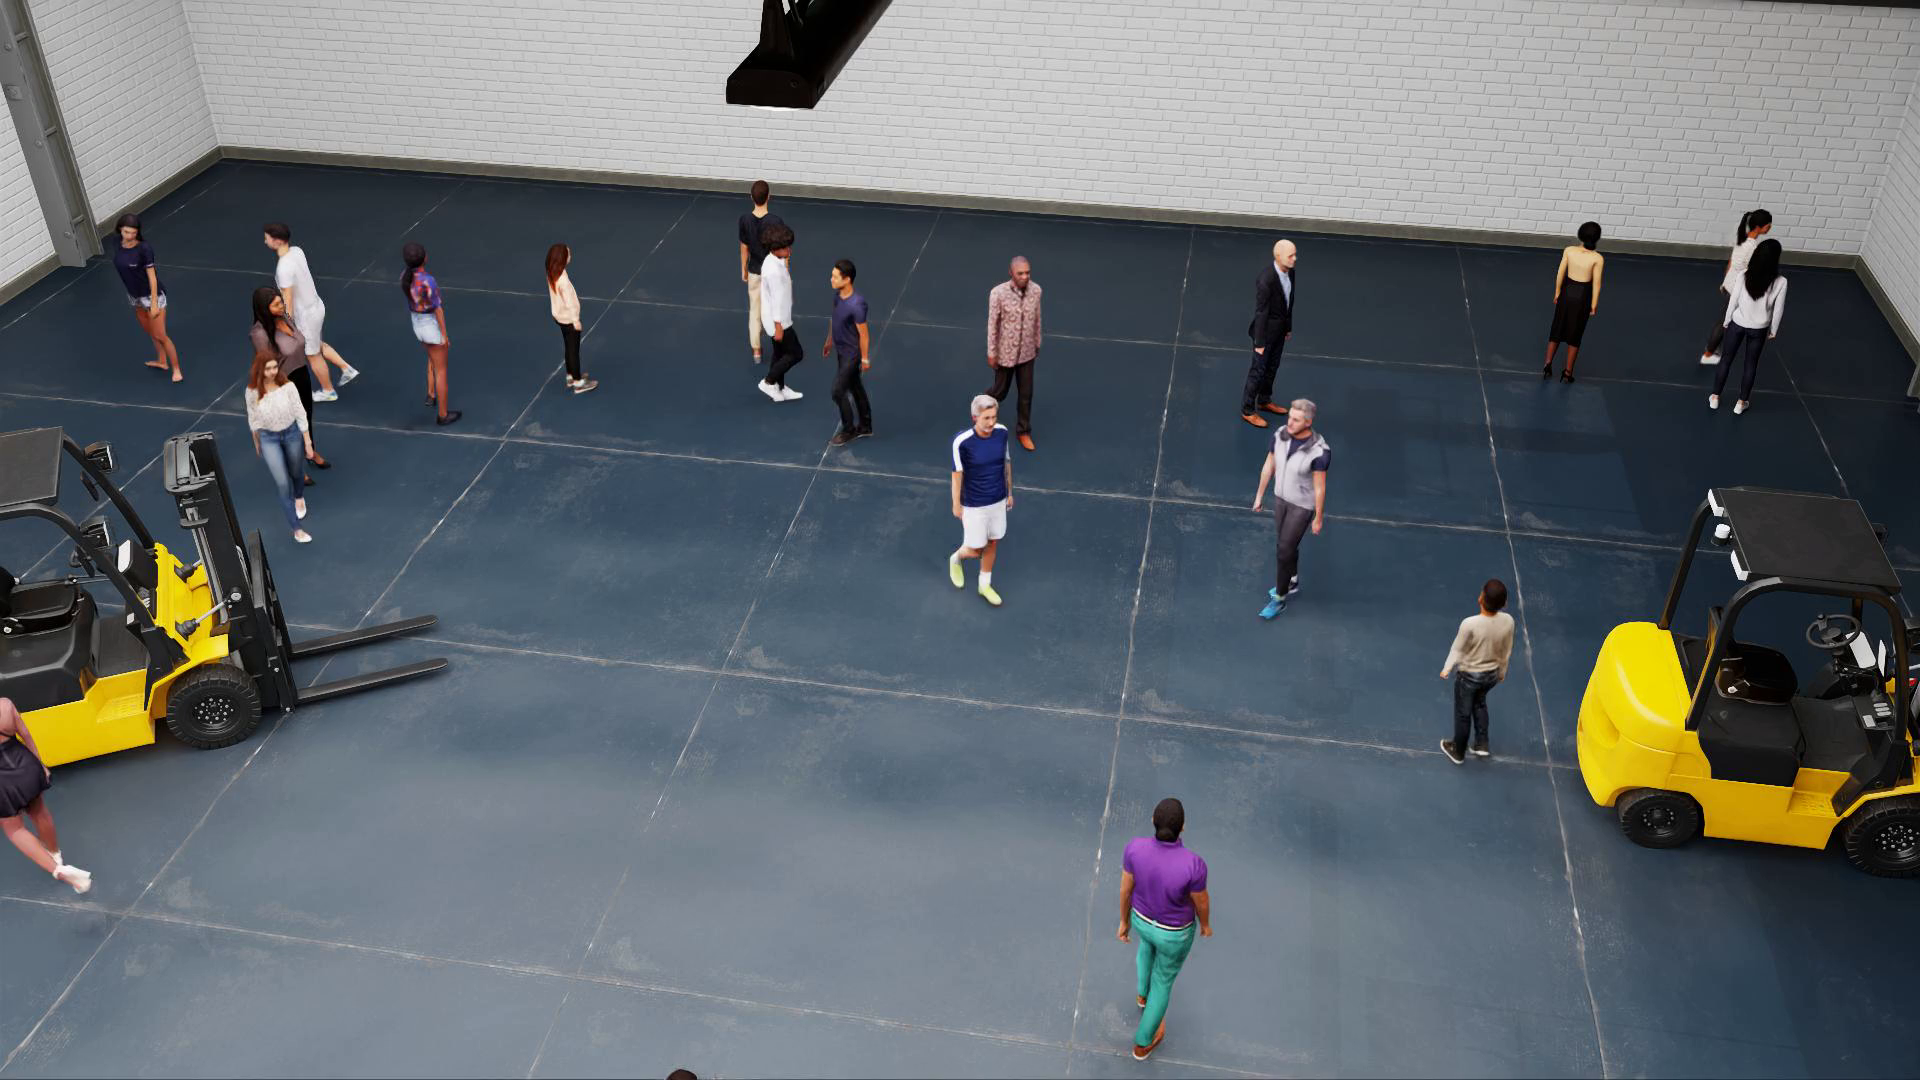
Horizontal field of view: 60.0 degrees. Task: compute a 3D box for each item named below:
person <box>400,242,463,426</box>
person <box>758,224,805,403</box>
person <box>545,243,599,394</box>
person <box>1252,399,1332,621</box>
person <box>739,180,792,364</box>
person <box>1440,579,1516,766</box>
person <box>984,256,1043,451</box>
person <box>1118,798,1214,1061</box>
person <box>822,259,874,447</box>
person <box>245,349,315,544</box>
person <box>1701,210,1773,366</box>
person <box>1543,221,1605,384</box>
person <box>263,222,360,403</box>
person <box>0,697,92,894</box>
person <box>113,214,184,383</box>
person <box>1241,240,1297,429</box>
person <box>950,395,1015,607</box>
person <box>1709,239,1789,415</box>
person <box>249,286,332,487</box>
[{"bbox_3d":[-4.924,-1.873,15.209,0.705,1.725,0.739,21,39,29],"label":"person"},{"bbox_3d":[-1.774,-2.075,15.449,0.807,1.796,0.709,-3,34,-5],"label":"person"},{"bbox_3d":[-3.727,-2.114,15.789,0.720,1.483,0.647,-17,37,-24],"label":"person"},{"bbox_3d":[2.627,-0.296,12.760,0.995,1.808,0.934,-22,39,-29],"label":"person"},{"bbox_3d":[-1.890,-2.594,16.180,0.633,1.851,0.543,6,34,9],"label":"person"},{"bbox_3d":[3.521,0.947,11.212,0.665,1.454,0.703,-10,35,-14],"label":"person"},{"bbox_3d":[0.456,-1.728,14.933,0.966,1.787,1.111,-11,35,-16],"label":"person"},{"bbox_3d":[1.069,2.171,9.104,0.816,1.748,0.963,20,38,27],"label":"person"},{"bbox_3d":[-0.907,-1.700,14.902,0.862,1.776,0.789,-12,35,-17],"label":"person"},{"bbox_3d":[-5.615,-0.855,13.708,0.998,1.692,1.137,-12,36,-18],"label":"person"},{"bbox_3d":[7.451,-2.427,16.125,0.634,1.633,0.521,3,34,5],"label":"person"},{"bbox_3d":[5.863,-2.275,15.881,0.663,1.650,0.682,25,41,33],"label":"person"},{"bbox_3d":[-5.981,-2.104,15.461,0.888,1.831,0.825,-2,34,-3],"label":"person"},{"bbox_3d":[-5.700,1.511,10.081,0.865,1.766,0.958,23,40,30],"label":"person"},{"bbox_3d":[-7.804,-2.353,15.920,0.823,1.737,0.697,23,40,30],"label":"person"},{"bbox_3d":[2.838,-1.919,15.214,0.818,1.796,0.705,27,42,34],"label":"person"},{"bbox_3d":[0.134,-0.350,12.827,0.861,1.825,0.923,-19,38,-27],"label":"person"},{"bbox_3d":[7.304,-1.988,15.403,0.683,1.701,0.650,17,37,24],"label":"person"},{"bbox_3d":[-5.795,-1.342,14.306,0.683,1.839,0.510,5,34,8],"label":"person"}]
